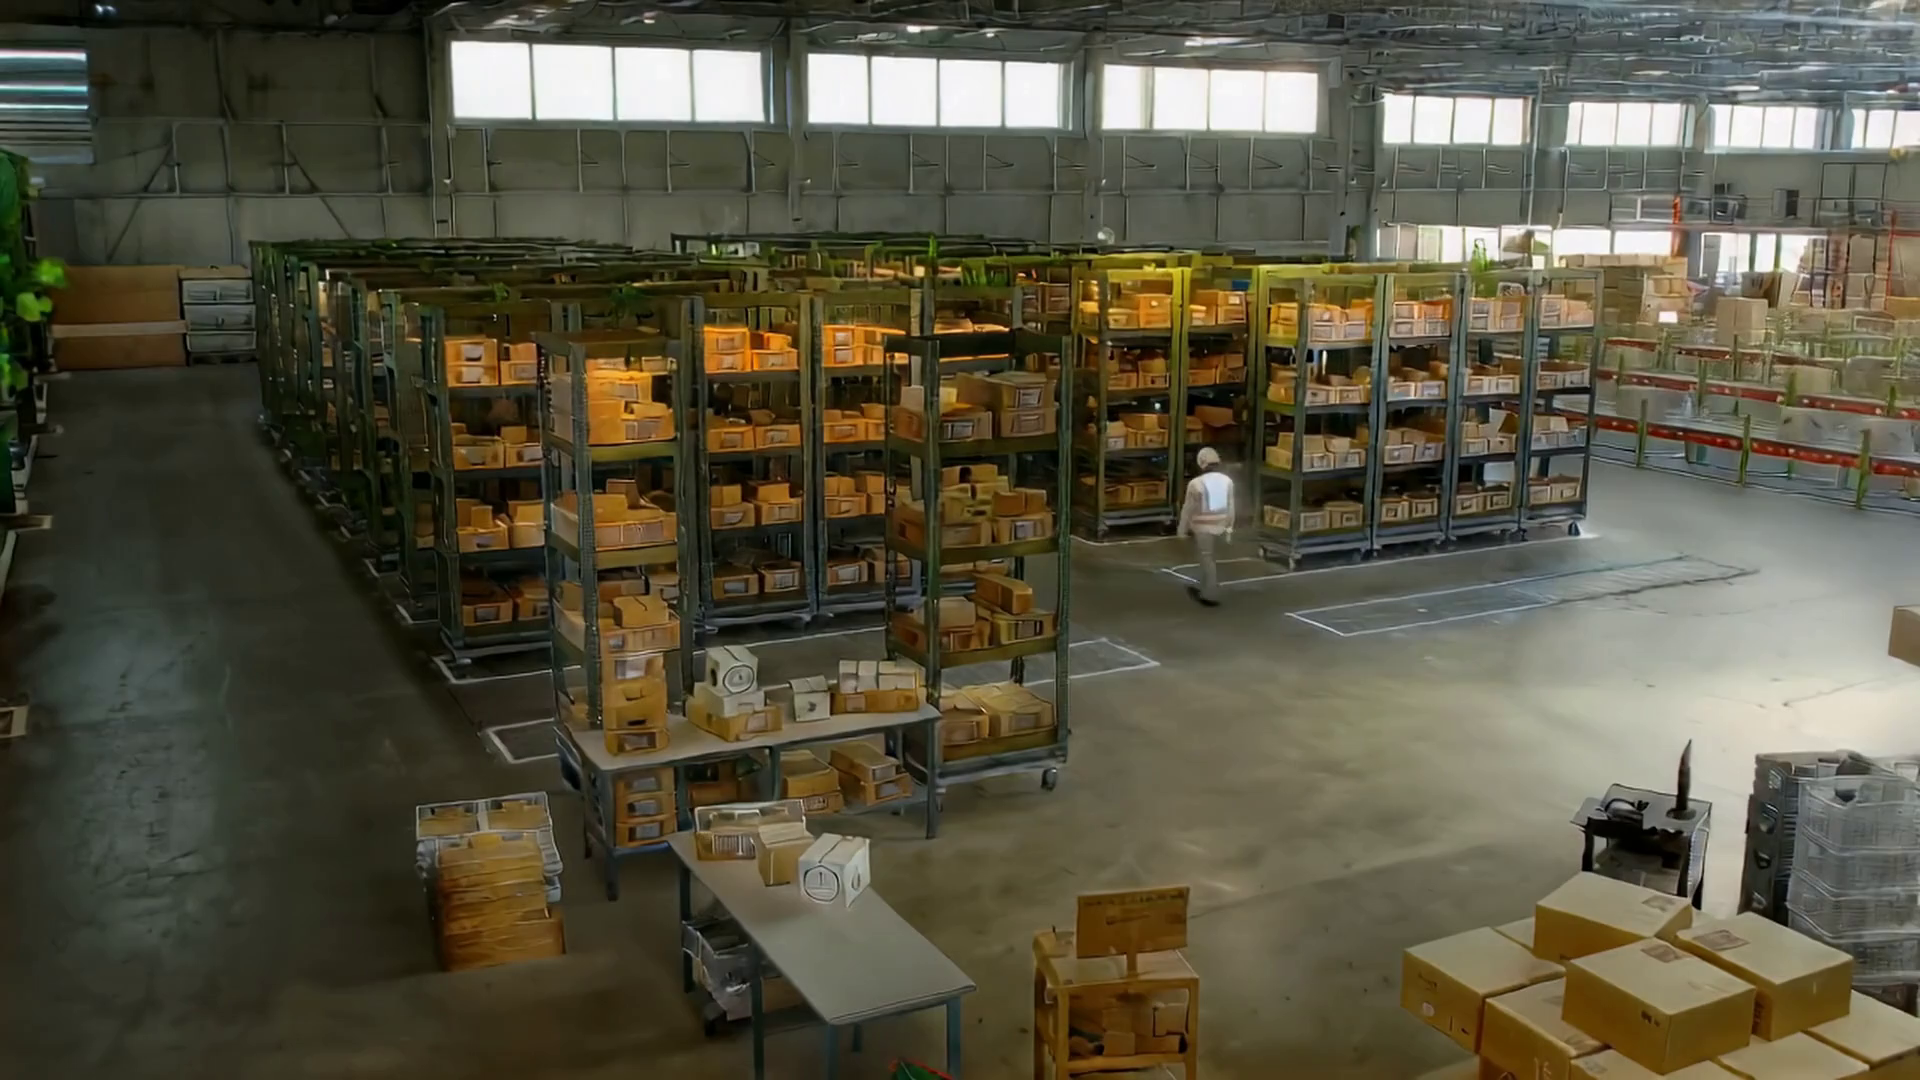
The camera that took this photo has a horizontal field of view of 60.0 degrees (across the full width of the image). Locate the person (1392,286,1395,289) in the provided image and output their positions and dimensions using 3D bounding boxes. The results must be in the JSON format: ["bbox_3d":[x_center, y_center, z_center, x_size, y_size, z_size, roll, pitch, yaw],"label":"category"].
[{"bbox_3d":[13.743,-7.643,53.630,0.661,1.901,0.665,-8,14,-32],"label":"person"}]

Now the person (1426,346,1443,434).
[{"bbox_3d":[8.277,-2.431,29.128,0.462,1.931,0.604,6,14,28],"label":"person"}]

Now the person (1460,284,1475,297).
[{"bbox_3d":[15.580,-7.251,51.396,0.605,2.045,0.385,-4,13,-17],"label":"person"}]

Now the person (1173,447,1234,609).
[{"bbox_3d":[2.713,-0.161,18.793,0.595,1.798,0.788,-8,15,-34],"label":"person"}]

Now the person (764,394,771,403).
[{"bbox_3d":[-3.684,-2.554,29.919,0.594,1.831,0.472,-4,13,-17],"label":"person"}]
